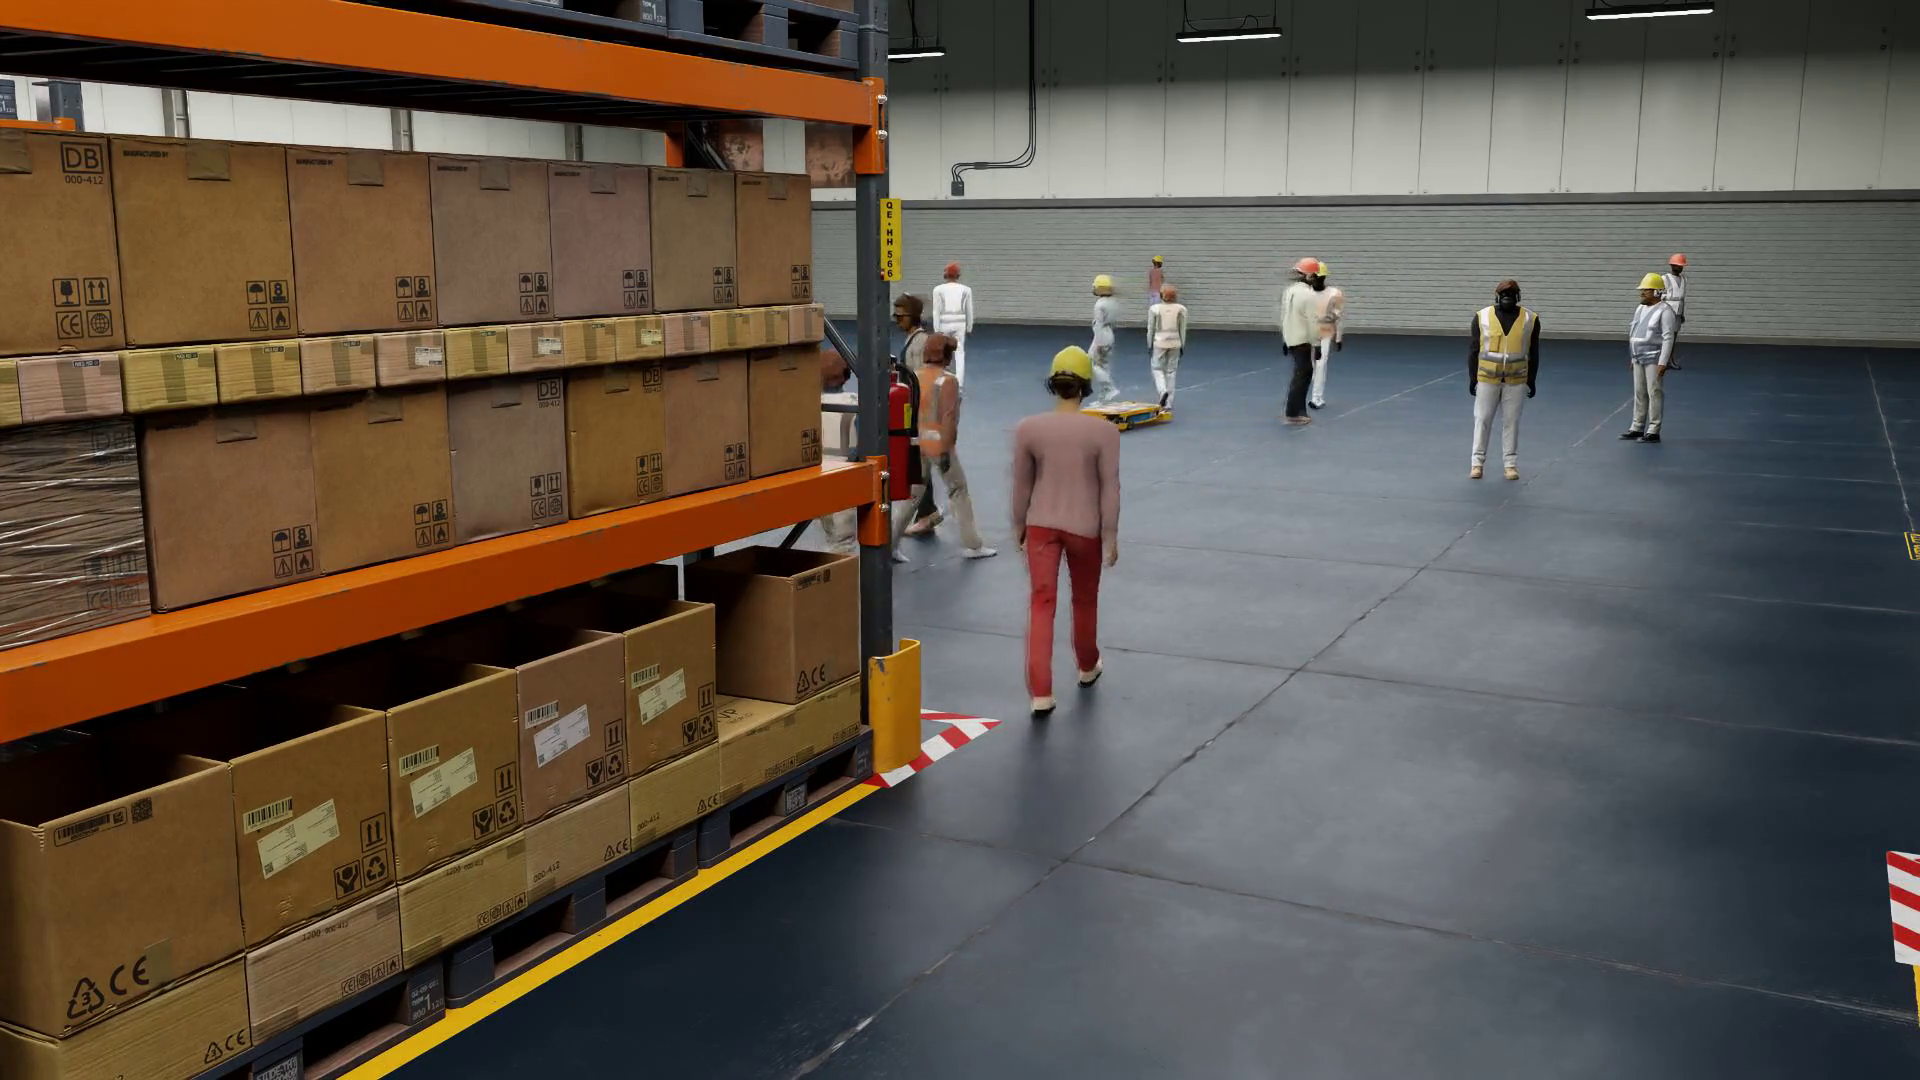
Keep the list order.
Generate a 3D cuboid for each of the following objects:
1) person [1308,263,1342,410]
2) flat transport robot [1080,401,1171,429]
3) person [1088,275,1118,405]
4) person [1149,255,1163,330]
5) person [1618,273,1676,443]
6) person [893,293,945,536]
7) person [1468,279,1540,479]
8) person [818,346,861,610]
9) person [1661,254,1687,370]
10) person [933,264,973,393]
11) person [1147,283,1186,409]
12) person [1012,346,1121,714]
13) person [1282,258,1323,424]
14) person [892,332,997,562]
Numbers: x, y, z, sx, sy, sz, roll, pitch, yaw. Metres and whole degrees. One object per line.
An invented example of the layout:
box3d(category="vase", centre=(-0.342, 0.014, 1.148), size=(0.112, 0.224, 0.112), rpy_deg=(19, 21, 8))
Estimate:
box3d(category="person", centre=(4.583, -2.622, 21.464), size=(0.608, 1.875, 0.976), rpy_deg=(6, 12, 28))
box3d(category="flat transport robot", centre=(1.879, -1.475, 19.615), size=(0.652, 0.197, 1.431), rpy_deg=(7, 12, 33))
box3d(category="person", centre=(1.869, -2.606, 21.804), size=(0.398, 1.731, 0.488), rpy_deg=(7, 12, 32))
box3d(category="person", centre=(4.654, -5.832, 39.298), size=(0.308, 1.769, 0.525), rpy_deg=(-5, 11, -25))
box3d(category="person", centre=(7.469, -1.968, 18.042), size=(0.404, 1.834, 0.591), rpy_deg=(-2, 11, -12))
box3d(category="person", centre=(-0.348, -0.907, 12.287), size=(0.410, 1.819, 0.565), rpy_deg=(0, 10, -1))
box3d(category="person", centre=(5.002, -1.476, 15.336), size=(0.620, 1.845, 0.430), rpy_deg=(3, 11, 14))
box3d(category="person", centre=(-0.745, -0.295, 9.518), size=(0.507, 1.613, 0.759), rpy_deg=(6, 12, 29))
box3d(category="person", centre=(11.887, -3.794, 27.723), size=(0.552, 1.932, 0.377), rpy_deg=(-4, 11, -22))
box3d(category="person", centre=(-0.103, -3.035, 23.892), size=(0.597, 1.822, 1.000), rpy_deg=(-2, 11, -9))
box3d(category="person", centre=(2.663, -2.472, 21.341), size=(0.514, 1.630, 0.445), rpy_deg=(-1, 10, -6))
box3d(category="person", centre=(0.509, -0.066, 7.977), size=(0.538, 1.712, 0.899), rpy_deg=(3, 11, 15))
box3d(category="person", centre=(4.133, -2.354, 19.757), size=(0.647, 1.969, 0.663), rpy_deg=(-3, 11, -16))
box3d(category="person", centre=(-0.194, -0.629, 11.416), size=(0.863, 1.589, 0.536), rpy_deg=(-7, 12, -33))
